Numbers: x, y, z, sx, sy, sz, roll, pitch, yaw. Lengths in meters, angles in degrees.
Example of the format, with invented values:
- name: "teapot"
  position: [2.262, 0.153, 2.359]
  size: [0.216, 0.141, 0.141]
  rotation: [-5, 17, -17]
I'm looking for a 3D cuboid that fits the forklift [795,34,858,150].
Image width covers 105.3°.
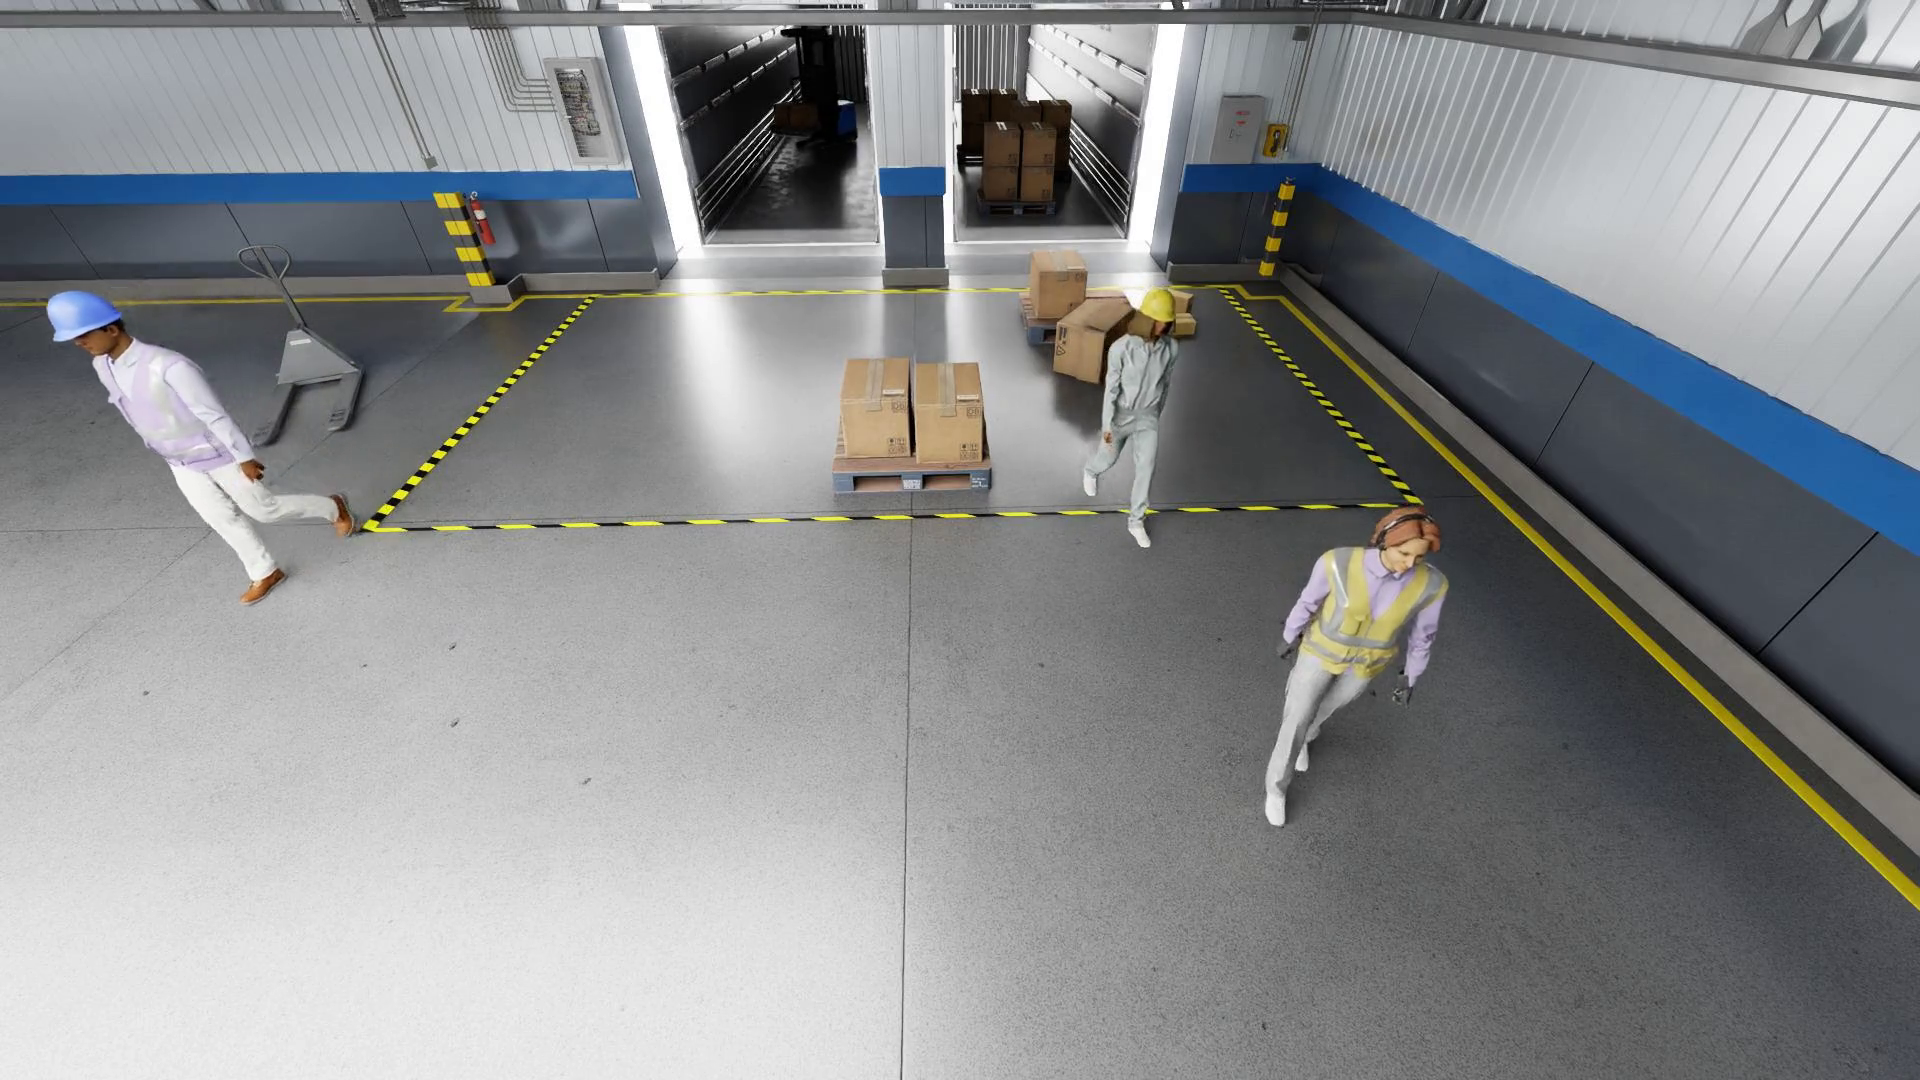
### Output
- name: "forklift"
  position: [-2.783, -9.581, 15.610]
  size: [0.716, 2.013, 0.776]
  rotation: [19, 42, 22]

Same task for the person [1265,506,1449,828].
- name: "person"
  position: [1.664, 0.585, 3.127]
  size: [0.543, 1.615, 0.657]
  rotation: [9, 39, 11]

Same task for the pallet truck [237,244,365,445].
- name: "pallet truck"
  position: [-5.915, -1.733, 6.366]
  size: [0.680, 1.201, 1.601]
  rotation: [-18, 42, -21]

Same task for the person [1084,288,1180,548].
- name: "person"
  position: [1.140, -0.847, 4.869]
  size: [0.483, 1.703, 0.854]
  rotation: [-6, 39, -8]

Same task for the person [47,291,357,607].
- name: "person"
  position: [-4.404, -0.562, 4.350]
  size: [0.606, 1.917, 0.850]
  rotation: [6, 39, 8]
